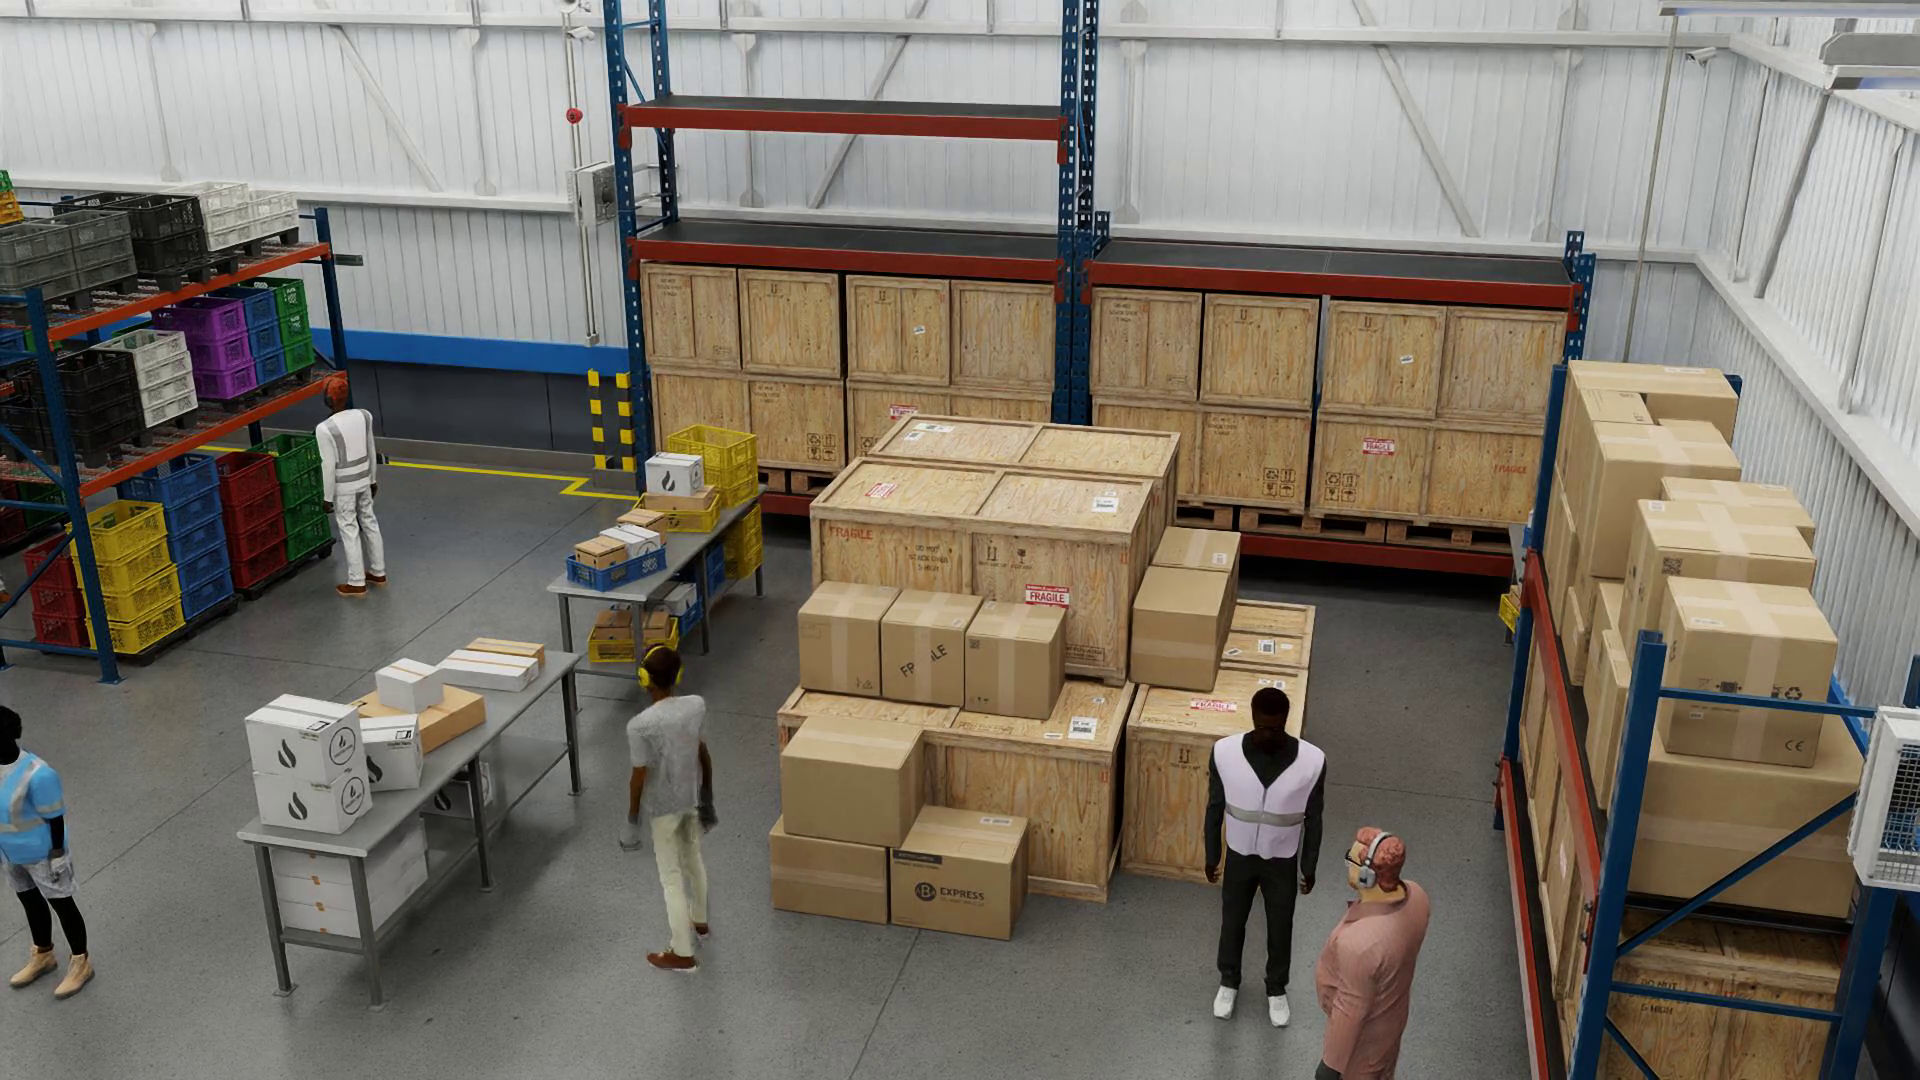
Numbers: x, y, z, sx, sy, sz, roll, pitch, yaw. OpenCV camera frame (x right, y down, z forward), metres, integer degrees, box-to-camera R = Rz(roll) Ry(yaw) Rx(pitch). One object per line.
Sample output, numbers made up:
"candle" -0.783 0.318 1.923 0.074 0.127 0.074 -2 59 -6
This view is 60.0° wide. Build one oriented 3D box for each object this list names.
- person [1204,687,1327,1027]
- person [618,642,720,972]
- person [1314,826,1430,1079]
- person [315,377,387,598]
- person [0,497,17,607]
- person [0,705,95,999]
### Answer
"person" 1.546 1.600 8.548 0.592 1.912 0.385 4 21 11
"person" -1.566 1.443 9.076 0.572 1.842 0.596 17 27 37
"person" 1.733 2.105 7.228 0.407 1.908 0.641 15 25 34
"person" -5.114 -0.448 13.935 0.344 1.882 0.585 10 23 23
"person" -8.138 -0.336 13.569 0.372 1.940 0.631 16 26 35
"person" -4.911 1.626 8.774 0.530 1.692 0.321 8 22 21
